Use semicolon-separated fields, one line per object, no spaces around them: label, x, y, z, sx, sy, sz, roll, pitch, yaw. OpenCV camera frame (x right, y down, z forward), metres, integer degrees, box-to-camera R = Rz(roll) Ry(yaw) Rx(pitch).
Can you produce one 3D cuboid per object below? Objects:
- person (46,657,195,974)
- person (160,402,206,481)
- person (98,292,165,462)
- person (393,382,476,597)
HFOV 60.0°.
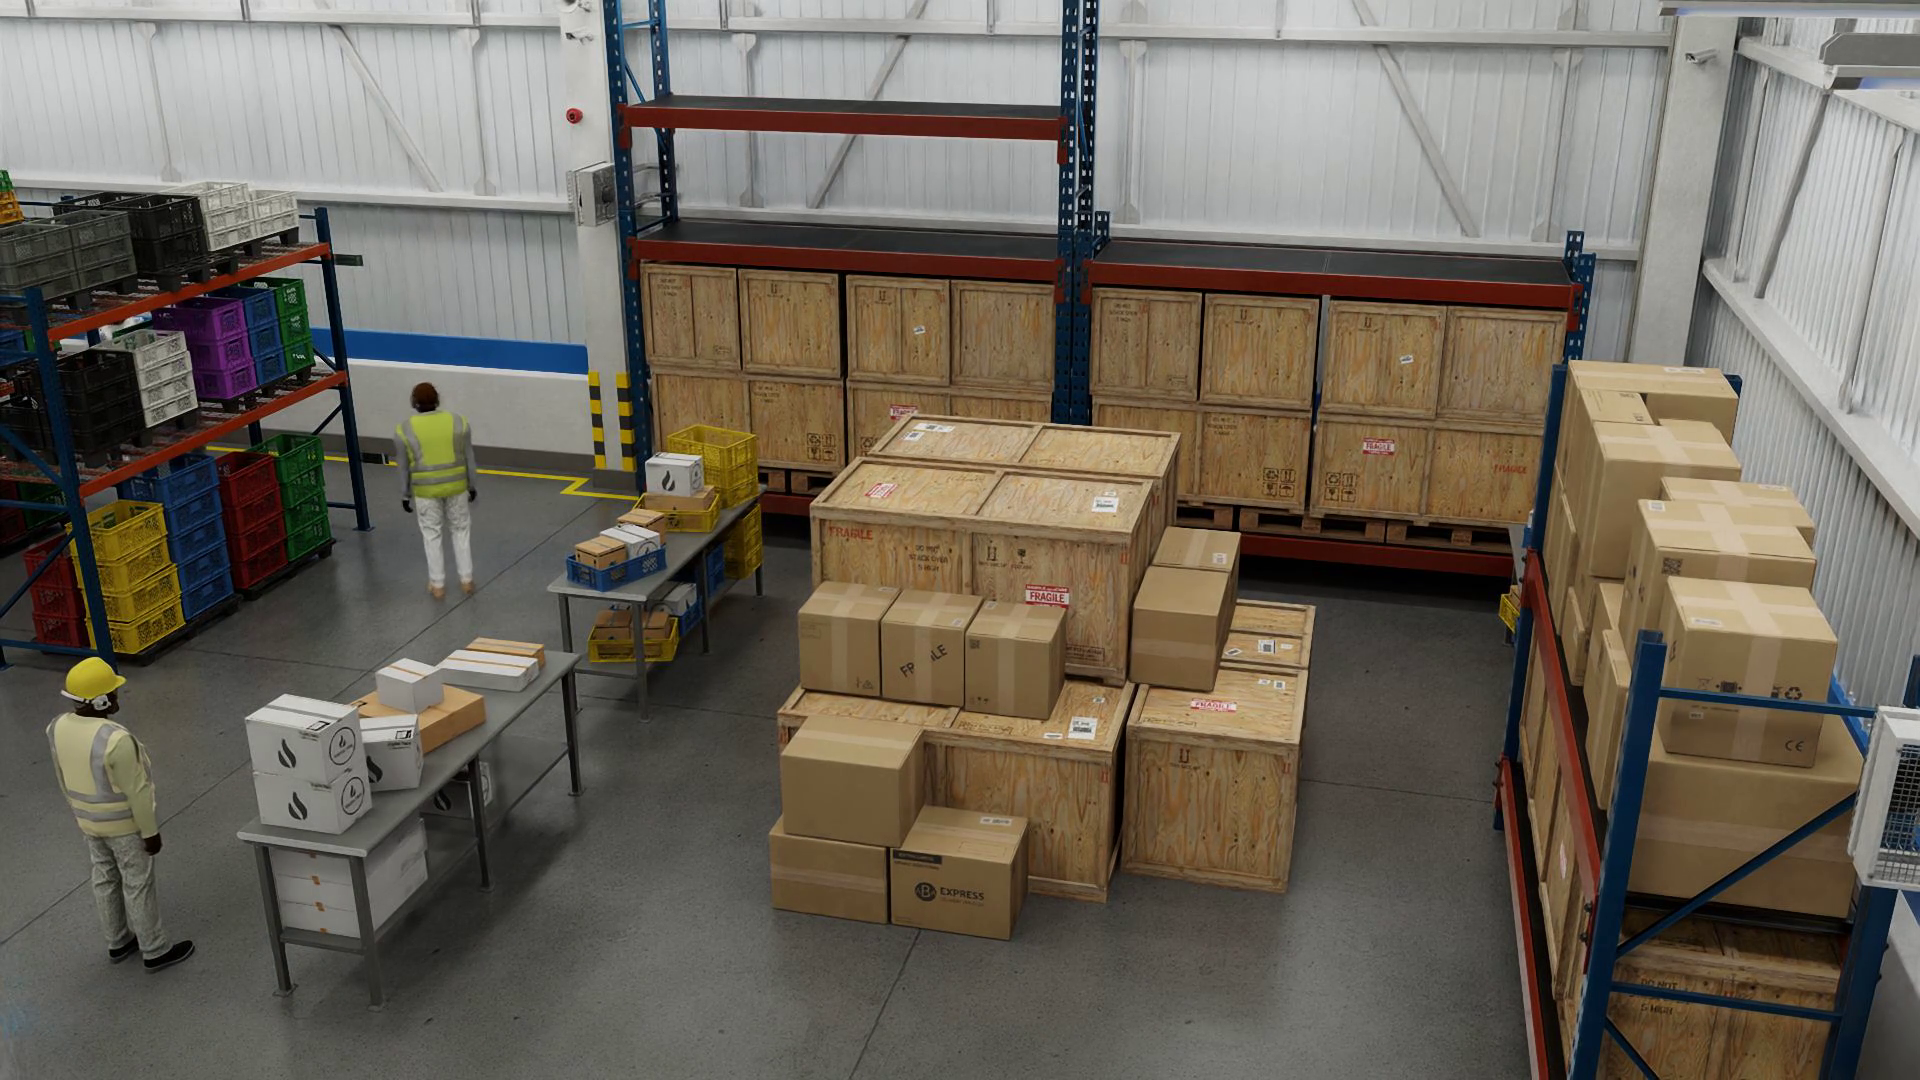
person;-4.538;1.480;8.963;0.600;1.832;0.404;9;23;23
person;-7.104;-0.979;15.251;0.375;1.940;0.627;2;21;5
person;-8.540;-1.662;17.153;0.545;1.862;0.805;18;27;39
person;-4.381;-0.419;13.950;0.642;1.823;0.433;-10;23;-24
